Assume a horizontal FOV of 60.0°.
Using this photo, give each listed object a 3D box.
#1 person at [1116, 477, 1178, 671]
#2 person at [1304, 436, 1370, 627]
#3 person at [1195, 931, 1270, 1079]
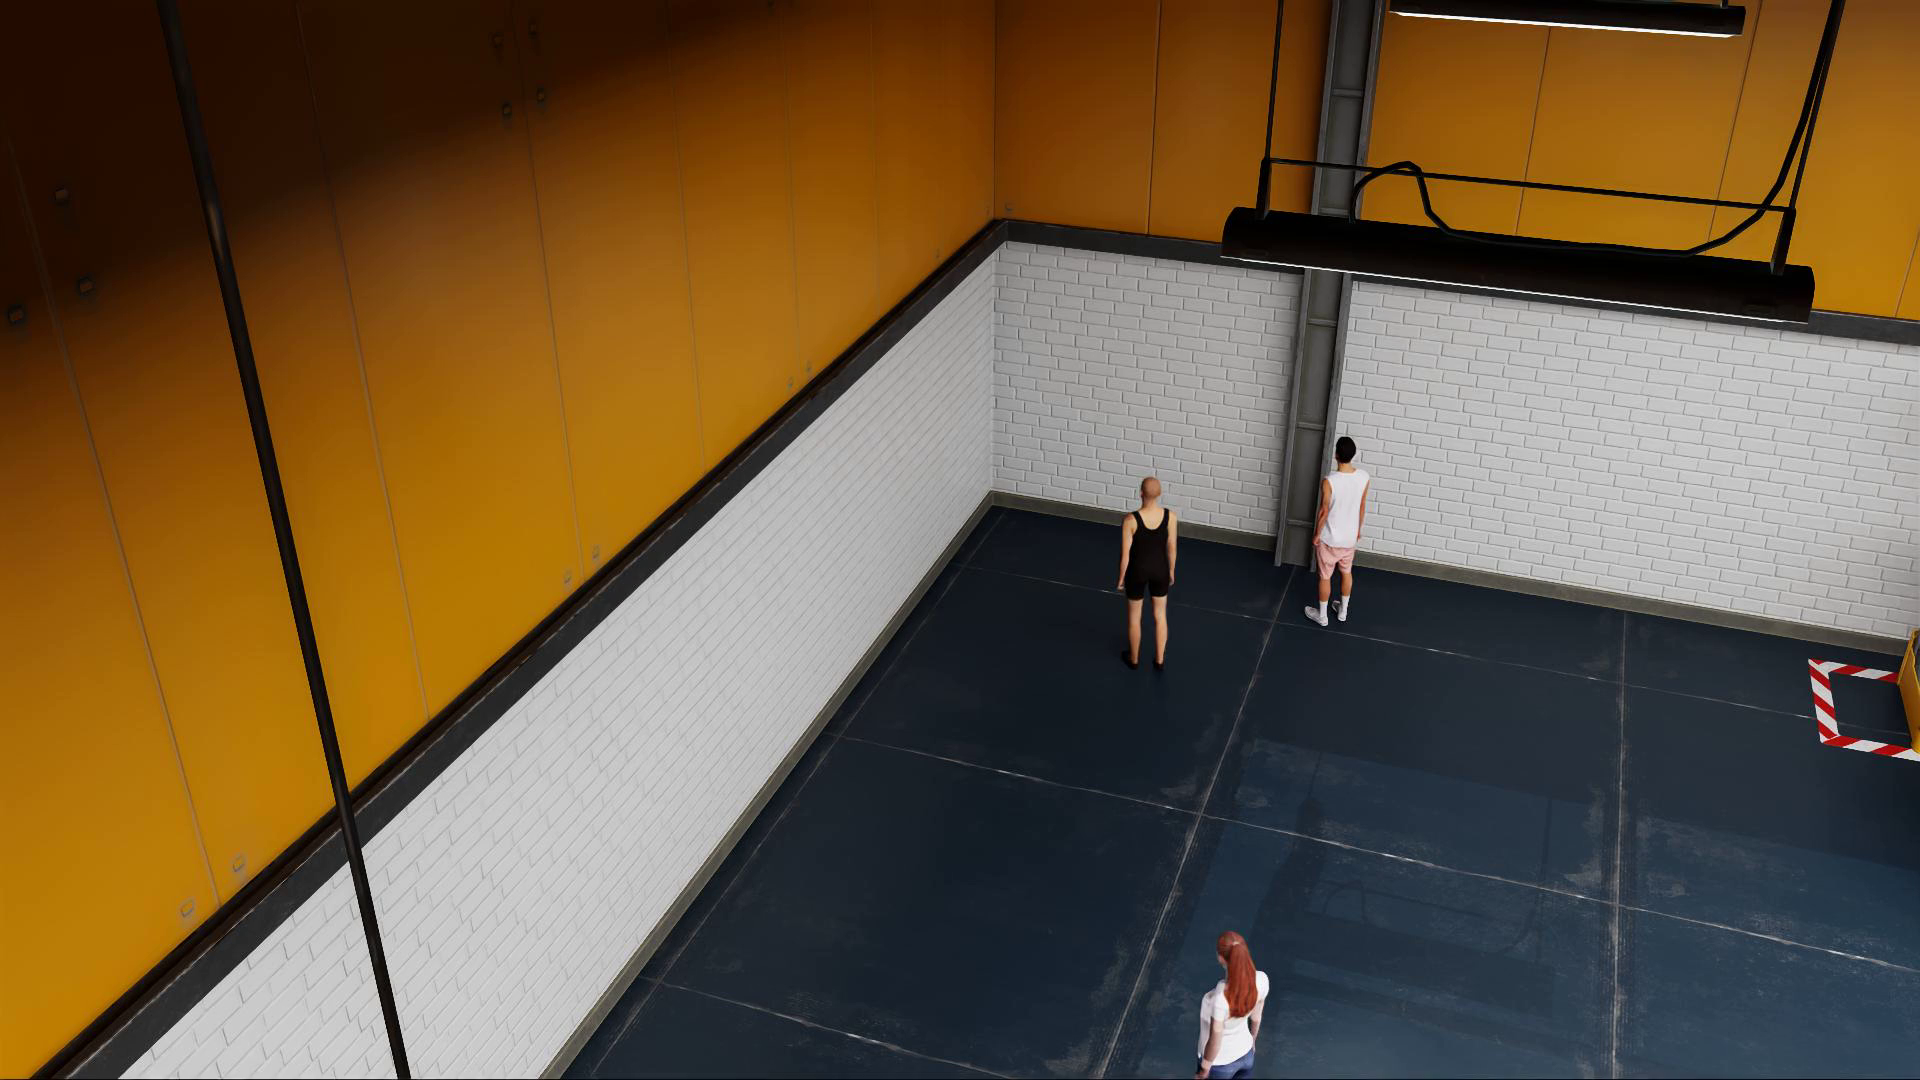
[{"bbox_3d":[1.591,0.293,14.069,0.666,1.818,0.798,-4,29,-8],"label":"person"},{"bbox_3d":[3.353,-0.071,14.768,0.701,1.786,0.785,-9,30,-17],"label":"person"},{"bbox_3d":[1.516,2.912,9.347,0.655,1.742,0.688,-19,34,-30],"label":"person"}]
